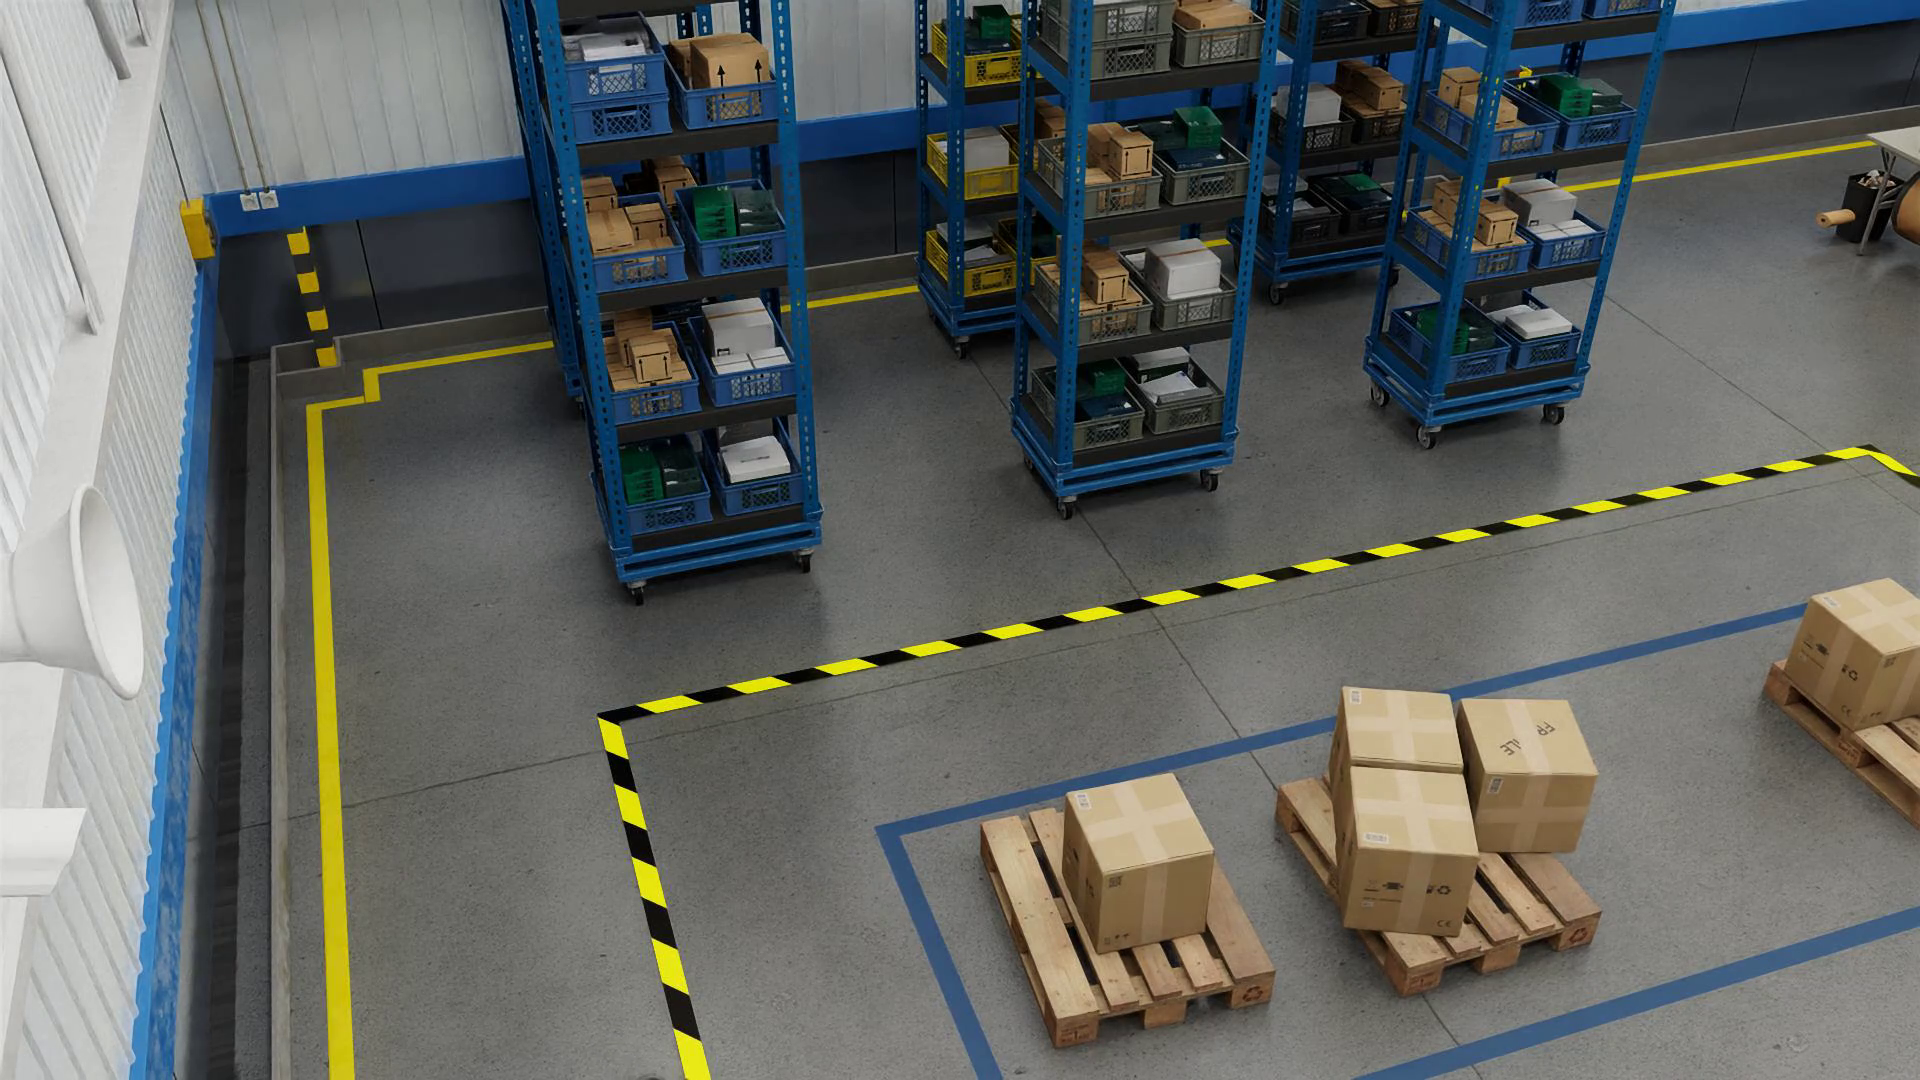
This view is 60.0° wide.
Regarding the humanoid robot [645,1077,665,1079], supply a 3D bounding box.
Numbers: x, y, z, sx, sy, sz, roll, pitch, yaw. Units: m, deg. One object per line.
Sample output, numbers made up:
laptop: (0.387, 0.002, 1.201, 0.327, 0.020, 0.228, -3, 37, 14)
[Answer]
humanoid robot: (-1.020, 2.291, 5.596, 0.593, 1.629, 0.640, -18, 39, -24)
